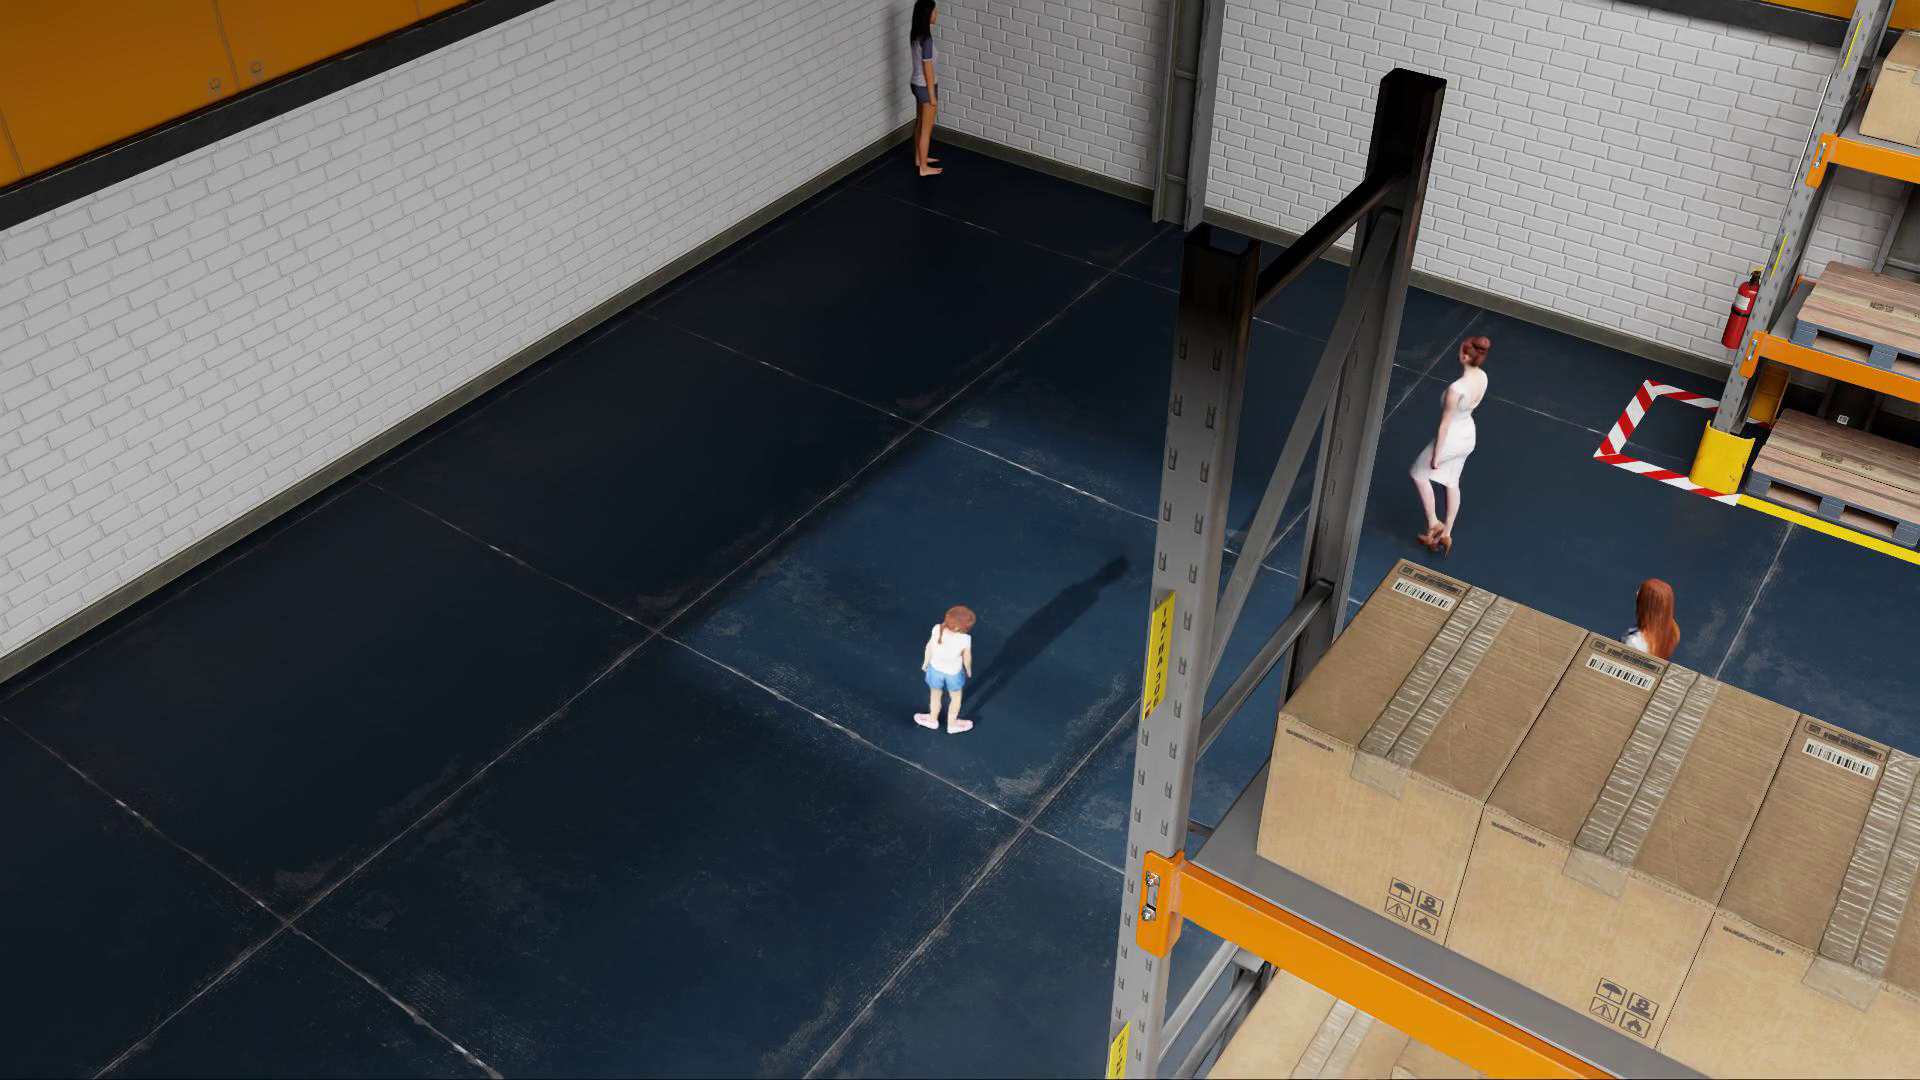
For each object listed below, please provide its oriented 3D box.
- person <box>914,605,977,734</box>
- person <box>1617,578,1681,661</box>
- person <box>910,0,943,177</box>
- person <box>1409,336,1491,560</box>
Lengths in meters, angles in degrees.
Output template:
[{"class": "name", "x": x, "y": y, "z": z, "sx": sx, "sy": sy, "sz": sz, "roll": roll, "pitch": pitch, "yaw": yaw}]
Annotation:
[{"class": "person", "x": -0.118, "y": 0.789, "z": 10.250, "sx": 0.441, "sy": 0.994, "sz": 0.631, "roll": 2, "pitch": 39, "yaw": 2}, {"class": "person", "x": 3.824, "y": 0.926, "z": 9.514, "sx": 0.648, "sy": 1.698, "sz": 0.582, "roll": -29, "pitch": 47, "yaw": -31}, {"class": "person", "x": -0.347, "y": -4.404, "z": 16.161, "sx": 0.718, "sy": 1.733, "sz": 0.635, "roll": -11, "pitch": 40, "yaw": -13}, {"class": "person", "x": 3.425, "y": -0.586, "z": 11.341, "sx": 0.667, "sy": 1.781, "sz": 0.701, "roll": -26, "pitch": 46, "yaw": -29}]
